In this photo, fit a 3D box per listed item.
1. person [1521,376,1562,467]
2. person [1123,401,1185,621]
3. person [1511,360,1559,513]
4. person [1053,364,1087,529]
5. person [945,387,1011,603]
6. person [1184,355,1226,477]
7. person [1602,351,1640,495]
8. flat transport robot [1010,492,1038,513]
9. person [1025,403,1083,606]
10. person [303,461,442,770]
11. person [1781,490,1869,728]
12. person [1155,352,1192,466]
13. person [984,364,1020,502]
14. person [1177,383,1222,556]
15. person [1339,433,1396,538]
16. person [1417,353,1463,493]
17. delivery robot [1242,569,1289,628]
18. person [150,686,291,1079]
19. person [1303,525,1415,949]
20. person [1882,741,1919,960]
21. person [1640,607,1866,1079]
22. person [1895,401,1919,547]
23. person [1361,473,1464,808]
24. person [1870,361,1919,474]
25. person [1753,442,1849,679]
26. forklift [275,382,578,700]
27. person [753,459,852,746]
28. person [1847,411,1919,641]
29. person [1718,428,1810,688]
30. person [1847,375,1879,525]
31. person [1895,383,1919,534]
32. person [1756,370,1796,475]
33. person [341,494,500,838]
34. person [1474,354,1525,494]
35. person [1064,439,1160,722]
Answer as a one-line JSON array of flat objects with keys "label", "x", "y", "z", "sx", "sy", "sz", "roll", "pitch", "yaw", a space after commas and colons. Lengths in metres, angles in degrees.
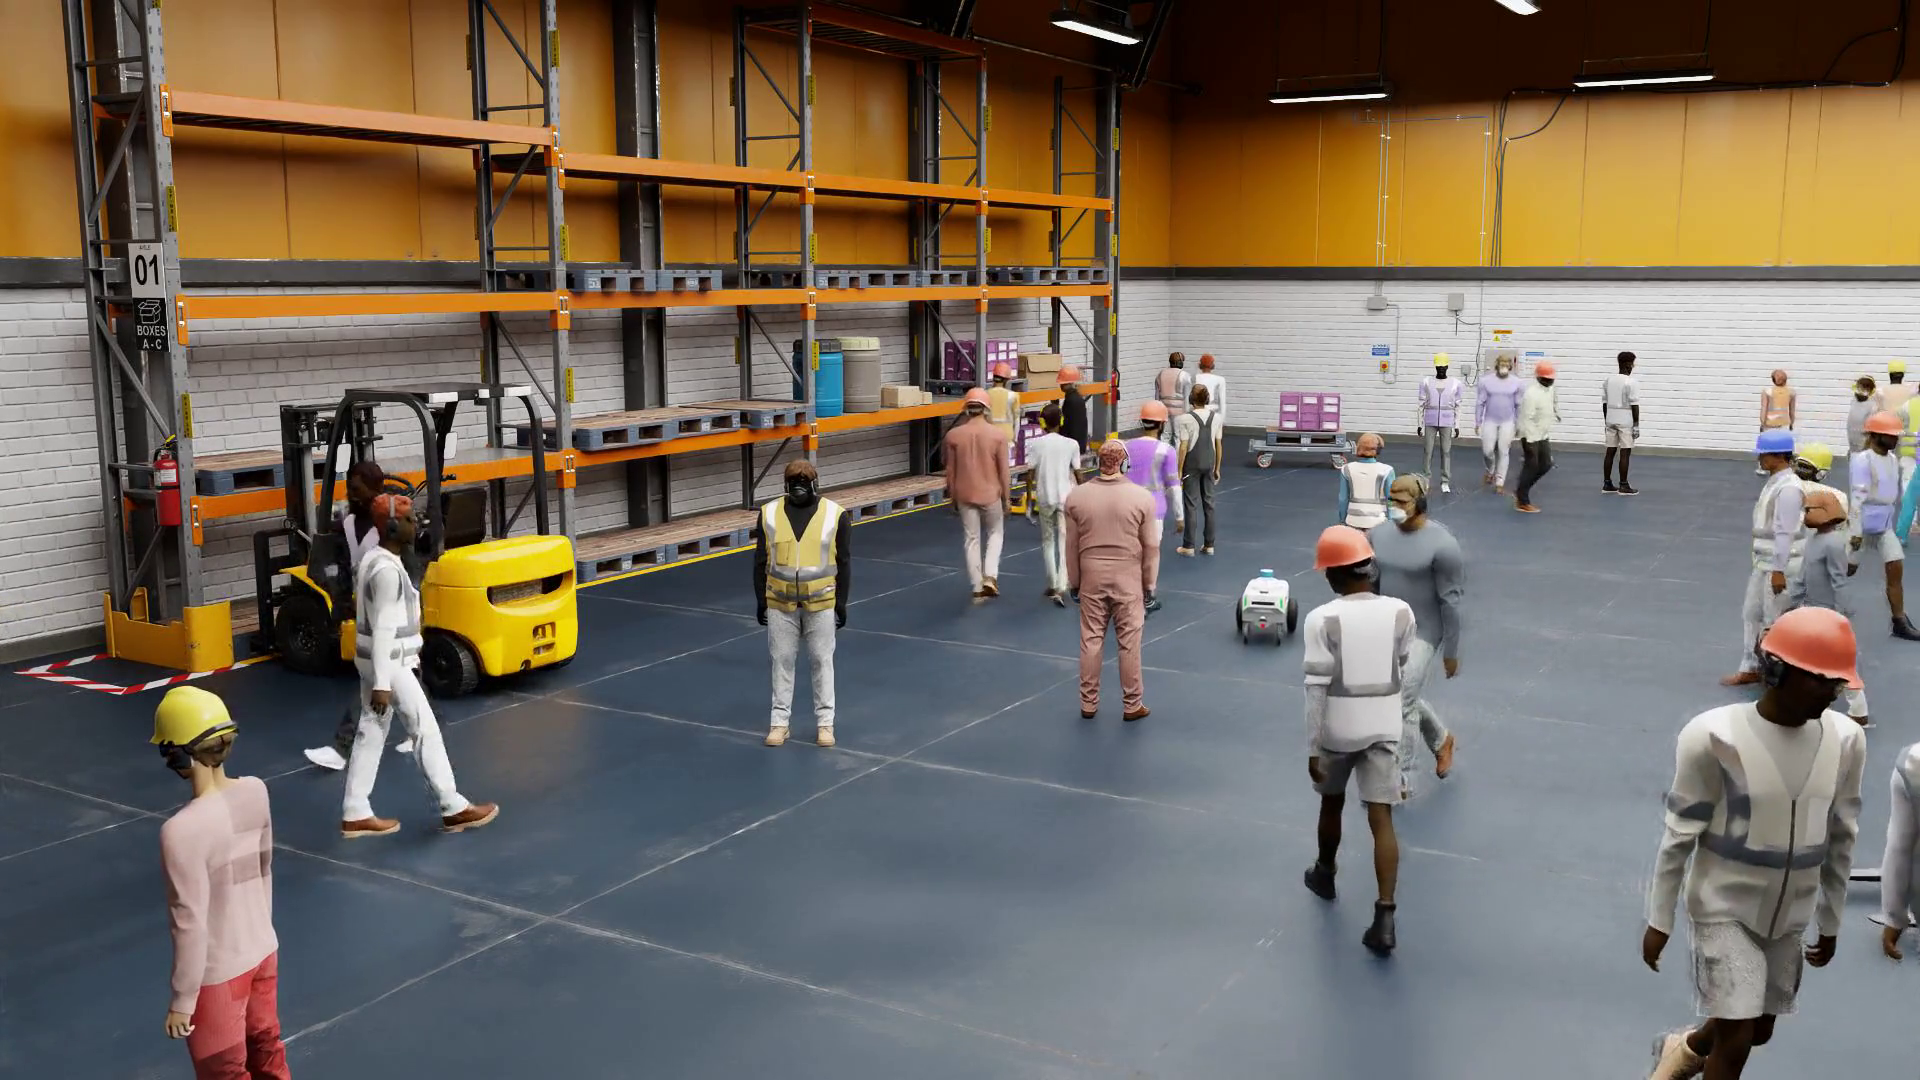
[{"label": "person", "x": 9.136, "y": -1.963, "z": 26.121, "sx": 0.497, "sy": 1.594, "sz": 0.857, "roll": -5, "pitch": 11, "yaw": -30}, {"label": "person", "x": 1.689, "y": -0.255, "z": 14.473, "sx": 0.571, "sy": 1.905, "sz": 0.823, "roll": 7, "pitch": 11, "yaw": 37}, {"label": "person", "x": 7.221, "y": -1.291, "z": 20.844, "sx": 0.654, "sy": 1.942, "sz": 0.636, "roll": -9, "pitch": 12, "yaw": -43}, {"label": "person", "x": 1.305, "y": -1.067, "z": 19.396, "sx": 0.470, "sy": 1.964, "sz": 0.602, "roll": 1, "pitch": 9, "yaw": 7}, {"label": "person", "x": 0.173, "y": -0.412, "z": 15.255, "sx": 0.629, "sy": 1.965, "sz": 0.452, "roll": 2, "pitch": 9, "yaw": 11}, {"label": "person", "x": 3.562, "y": -1.776, "z": 24.218, "sx": 0.598, "sy": 1.838, "sz": 0.901, "roll": 1, "pitch": 9, "yaw": 8}, {"label": "person", "x": 9.011, "y": -1.592, "z": 22.643, "sx": 0.367, "sy": 1.966, "sz": 0.605, "roll": -4, "pitch": 10, "yaw": -25}, {"label": "flat transport robot", "x": 1.353, "y": -0.481, "z": 20.985, "sx": 1.431, "sy": 0.197, "sz": 0.652, "roll": 1, "pitch": 9, "yaw": 5}, {"label": "person", "x": 0.874, "y": -0.323, "z": 15.144, "sx": 0.566, "sy": 1.843, "sz": 0.786, "roll": 0, "pitch": 9, "yaw": 2}, {"label": "person", "x": -3.639, "y": 0.450, "z": 10.201, "sx": 0.623, "sy": 1.861, "sz": 1.006, "roll": 8, "pitch": 12, "yaw": 40}, {"label": "person", "x": 5.635, "y": 0.467, "z": 10.965, "sx": 0.843, "sy": 1.580, "sz": 0.510, "roll": 3, "pitch": 9, "yaw": 17}, {"label": "person", "x": 3.224, "y": -1.894, "z": 24.921, "sx": 0.627, "sy": 1.842, "sz": 0.429, "roll": 8, "pitch": 12, "yaw": 43}, {"label": "person", "x": 0.483, "y": -1.298, "z": 21.168, "sx": 0.543, "sy": 1.874, "sz": 1.071, "roll": 1, "pitch": 9, "yaw": 9}, {"label": "person", "x": 2.541, "y": -0.746, "z": 17.738, "sx": 0.513, "sy": 1.845, "sz": 0.334, "roll": -3, "pitch": 10, "yaw": -19}, {"label": "person", "x": 3.533, "y": -0.113, "z": 14.434, "sx": 0.513, "sy": 1.640, "sz": 0.309, "roll": 6, "pitch": 11, "yaw": 33}, {"label": "person", "x": 6.595, "y": -1.613, "z": 22.898, "sx": 0.588, "sy": 1.927, "sz": 0.365, "roll": 3, "pitch": 9, "yaw": 16}, {"label": "delivery robot", "x": 2.532, "y": 0.488, "z": 13.762, "sx": 0.477, "sy": 0.478, "sz": 0.707, "roll": 2, "pitch": 9, "yaw": 14}, {"label": "person", "x": -2.294, "y": 1.314, "z": 5.135, "sx": 0.324, "sy": 1.765, "sz": 0.533, "roll": 1, "pitch": 9, "yaw": 5}, {"label": "person", "x": 1.823, "y": 0.879, "z": 7.606, "sx": 0.534, "sy": 1.874, "sz": 1.055, "roll": -1, "pitch": 9, "yaw": -3}, {"label": "person", "x": 3.349, "y": 1.249, "z": 5.461, "sx": 0.600, "sy": 1.796, "sz": 0.887, "roll": 9, "pitch": 13, "yaw": 44}, {"label": "person", "x": 2.522, "y": 1.156, "z": 5.428, "sx": 0.657, "sy": 2.006, "sz": 0.868, "roll": -1, "pitch": 9, "yaw": -4}, {"label": "person", "x": 10.625, "y": -0.783, "z": 18.095, "sx": 0.577, "sy": 1.815, "sz": 0.918, "roll": -9, "pitch": 12, "yaw": -43}, {"label": "person", "x": 2.625, "y": 0.545, "z": 9.526, "sx": 0.835, "sy": 1.910, "sz": 0.659, "roll": -6, "pitch": 11, "yaw": -33}, {"label": "person", "x": 12.164, "y": -1.400, "z": 21.737, "sx": 0.603, "sy": 1.871, "sz": 1.041, "roll": 4, "pitch": 10, "yaw": 23}, {"label": "person", "x": 6.055, "y": 0.192, "z": 12.006, "sx": 0.599, "sy": 1.809, "sz": 0.416, "roll": 7, "pitch": 12, "yaw": 38}, {"label": "forklift", "x": -3.974, "y": -0.067, "z": 12.417, "sx": 2.313, "sy": 2.155, "sz": 1.214, "roll": 5, "pitch": 11, "yaw": 30}, {"label": "person", "x": -1.007, "y": 0.400, "z": 10.601, "sx": 0.627, "sy": 1.844, "sz": 0.429, "roll": 0, "pitch": 9, "yaw": 2}, {"label": "person", "x": 7.601, "y": -0.149, "z": 13.907, "sx": 0.553, "sy": 1.890, "sz": 1.016, "roll": -4, "pitch": 10, "yaw": -25}, {"label": "person", "x": 5.917, "y": 0.156, "z": 11.868, "sx": 0.739, "sy": 1.924, "sz": 0.623, "roll": 2, "pitch": 9, "yaw": 15}, {"label": "person", "x": 10.601, "y": -1.046, "z": 19.692, "sx": 0.339, "sy": 1.832, "sz": 0.684, "roll": 1, "pitch": 9, "yaw": 4}, {"label": "person", "x": 11.242, "y": -0.986, "z": 19.391, "sx": 0.655, "sy": 1.793, "sz": 0.920, "roll": 7, "pitch": 11, "yaw": 37}, {"label": "person", "x": 12.035, "y": -1.703, "z": 24.487, "sx": 0.527, "sy": 1.599, "sz": 0.871, "roll": 1, "pitch": 9, "yaw": 5}, {"label": "person", "x": -2.915, "y": 0.673, "z": 8.869, "sx": 0.901, "sy": 1.842, "sz": 0.629, "roll": -4, "pitch": 10, "yaw": -25}, {"label": "person", "x": 7.397, "y": -1.597, "z": 22.811, "sx": 0.652, "sy": 1.921, "sz": 0.467, "roll": 3, "pitch": 10, "yaw": 20}, {"label": "person", "x": 1.029, "y": 0.272, "z": 11.198, "sx": 0.643, "sy": 1.909, "sz": 0.410, "roll": 3, "pitch": 10, "yaw": 17}]
